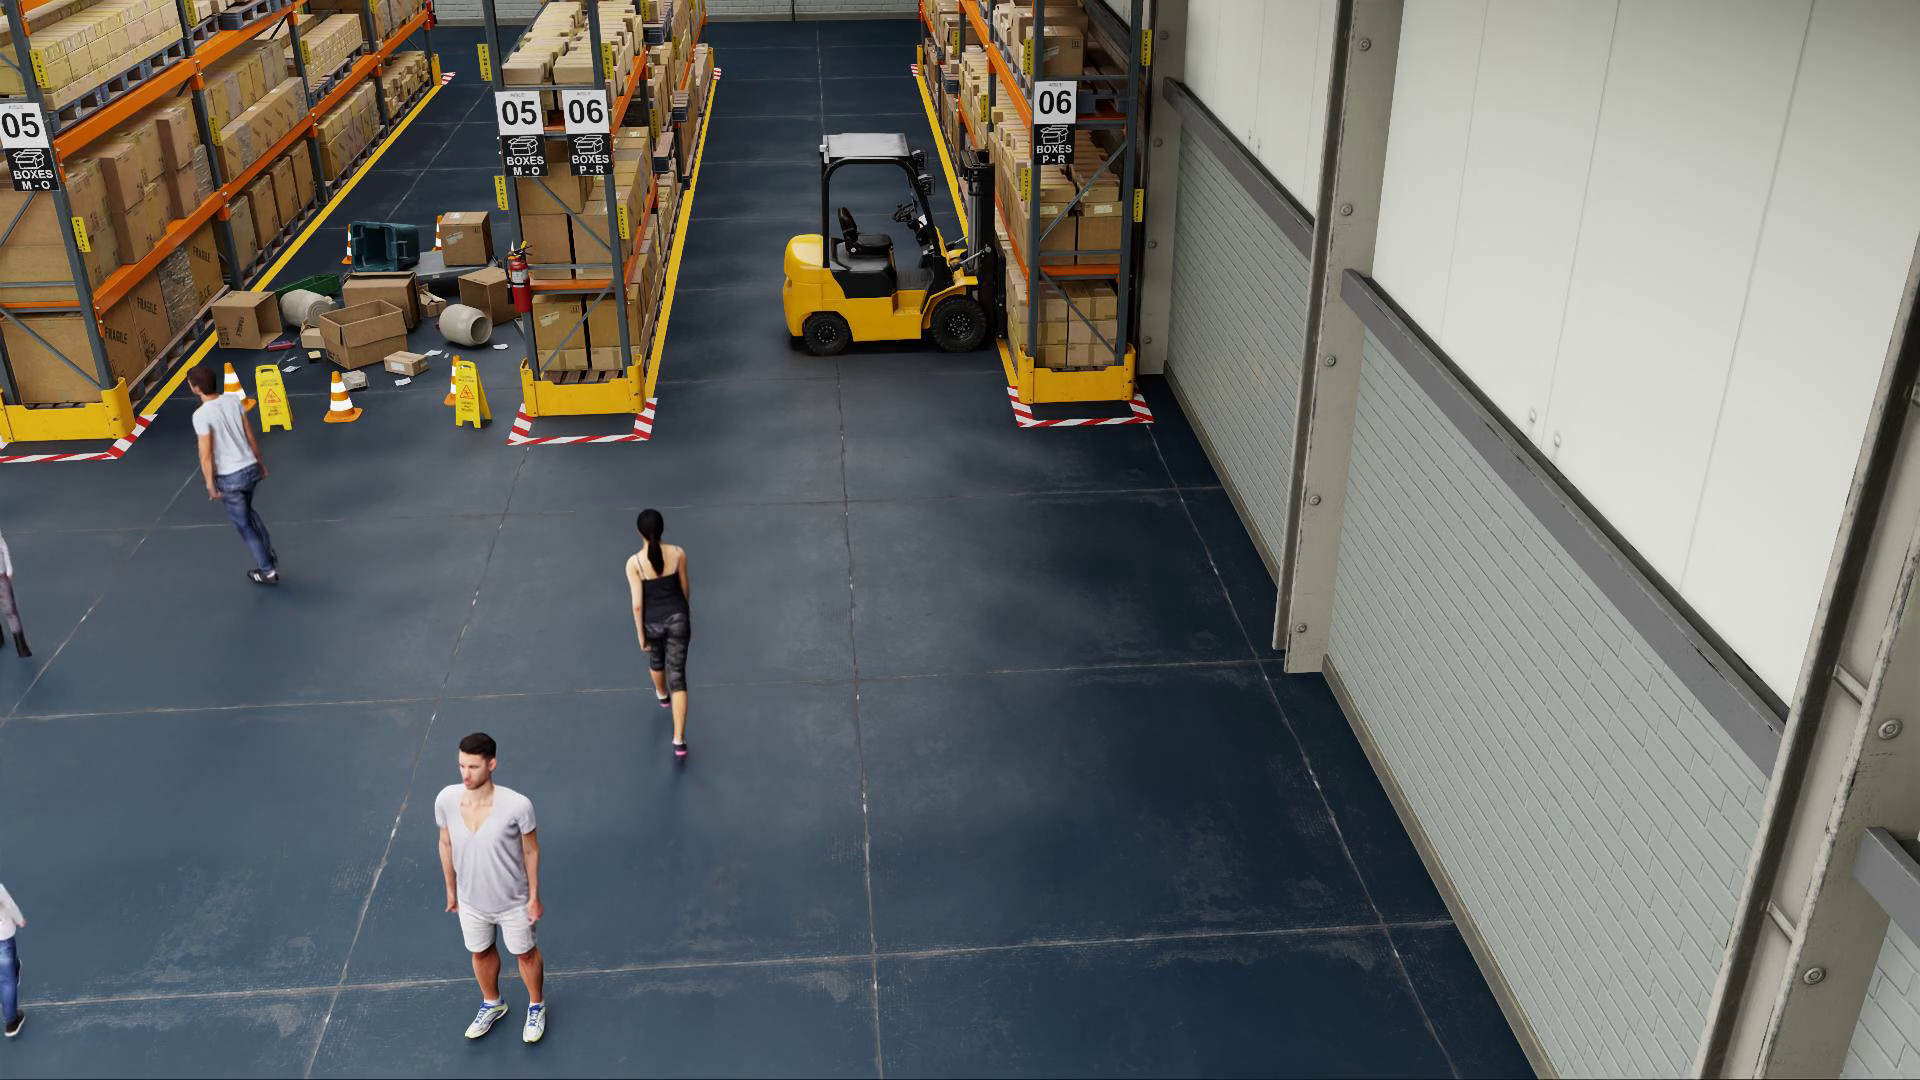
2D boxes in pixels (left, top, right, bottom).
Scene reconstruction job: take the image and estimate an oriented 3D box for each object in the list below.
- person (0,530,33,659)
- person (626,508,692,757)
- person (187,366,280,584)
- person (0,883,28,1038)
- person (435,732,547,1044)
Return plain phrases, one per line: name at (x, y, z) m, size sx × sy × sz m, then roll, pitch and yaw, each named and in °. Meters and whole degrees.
person at (-7.232, 0.251, 12.339) m, size 0.784 × 1.247 × 0.970 m, roll -18°, pitch 32°, yaw -31°
person at (-1.946, 0.640, 11.116) m, size 0.719 × 1.676 × 1.203 m, roll -8°, pitch 28°, yaw -15°
person at (-5.652, -0.496, 13.141) m, size 0.841 × 1.840 × 0.752 m, roll 11°, pitch 29°, yaw 21°
person at (-5.167, 2.138, 8.854) m, size 0.512 × 1.083 × 0.811 m, roll -6°, pitch 28°, yaw -12°
person at (-2.422, 1.801, 8.665) m, size 0.725 × 1.856 × 0.645 m, roll 3°, pitch 27°, yaw 6°
